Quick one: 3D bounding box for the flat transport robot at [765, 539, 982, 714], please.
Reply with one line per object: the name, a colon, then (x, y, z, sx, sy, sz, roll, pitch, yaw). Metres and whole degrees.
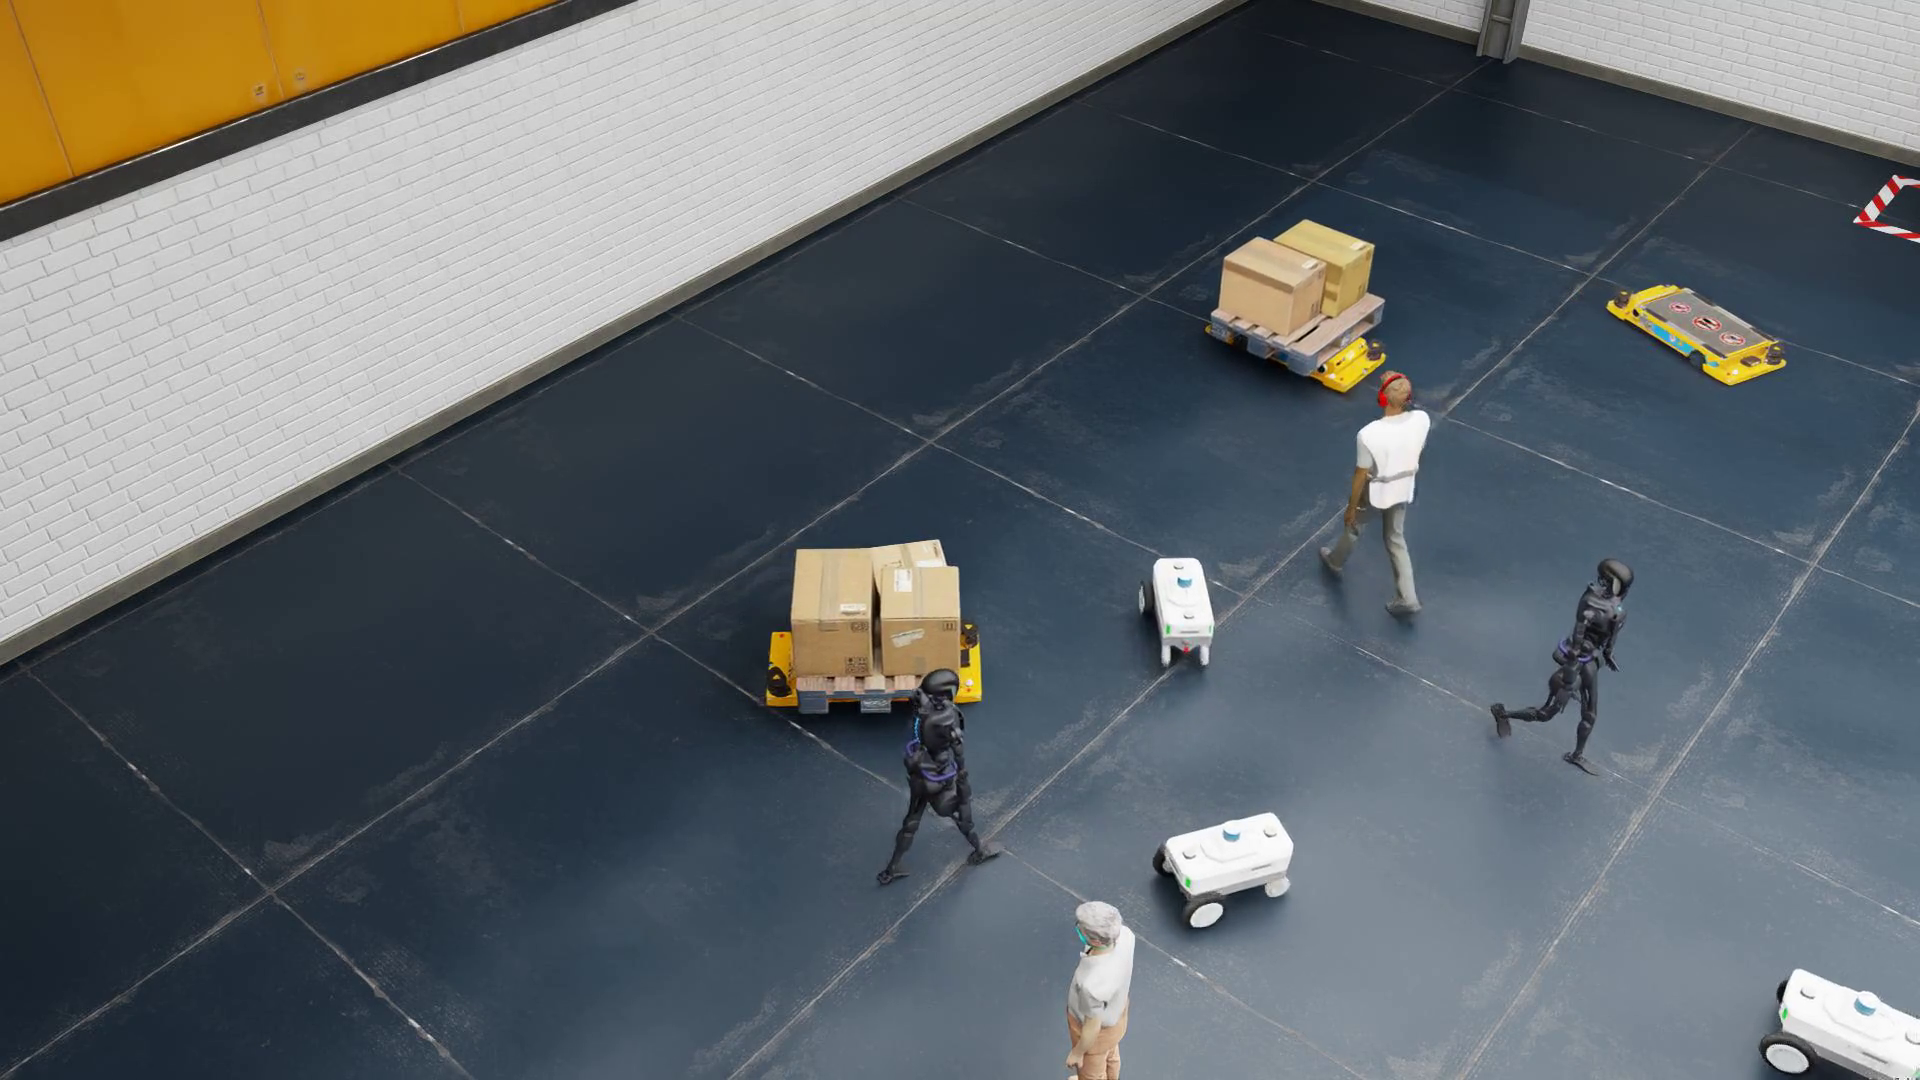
flat transport robot: (-0.578, 0.825, 11.262, 1.431, 0.231, 0.659, -1, 39, -1)

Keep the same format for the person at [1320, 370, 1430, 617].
person: (2.926, -0.308, 11.457, 0.614, 1.796, 0.940, -14, 41, -17)

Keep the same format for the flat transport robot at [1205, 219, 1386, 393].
flat transport robot: (2.909, -1.742, 14.448, 1.431, 0.231, 0.659, 30, 47, 31)

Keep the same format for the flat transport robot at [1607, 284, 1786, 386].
flat transport robot: (6.447, -1.842, 14.572, 0.659, 0.231, 1.431, -18, 42, -21)

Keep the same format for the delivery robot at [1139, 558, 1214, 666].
delivery robot: (1.529, 0.462, 11.498, 0.499, 0.612, 0.814, -1, 39, -1)

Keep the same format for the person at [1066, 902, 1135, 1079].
person: (0.662, 2.358, 8.184, 0.321, 1.744, 0.469, 15, 41, 18)

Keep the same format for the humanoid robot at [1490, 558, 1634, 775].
humanoid robot: (3.796, 0.719, 10.302, 0.754, 1.627, 0.587, 32, 49, 33)

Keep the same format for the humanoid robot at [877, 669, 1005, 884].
humanoid robot: (-0.139, 1.337, 9.558, 0.801, 1.632, 0.588, -21, 43, -24)

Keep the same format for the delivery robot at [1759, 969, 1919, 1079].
delivery robot: (4.699, 2.614, 8.828, 0.814, 0.612, 0.499, 22, 44, 25)

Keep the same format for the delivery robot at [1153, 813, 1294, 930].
delivery robot: (1.543, 1.888, 9.726, 0.805, 0.609, 0.499, -12, 40, -14)
